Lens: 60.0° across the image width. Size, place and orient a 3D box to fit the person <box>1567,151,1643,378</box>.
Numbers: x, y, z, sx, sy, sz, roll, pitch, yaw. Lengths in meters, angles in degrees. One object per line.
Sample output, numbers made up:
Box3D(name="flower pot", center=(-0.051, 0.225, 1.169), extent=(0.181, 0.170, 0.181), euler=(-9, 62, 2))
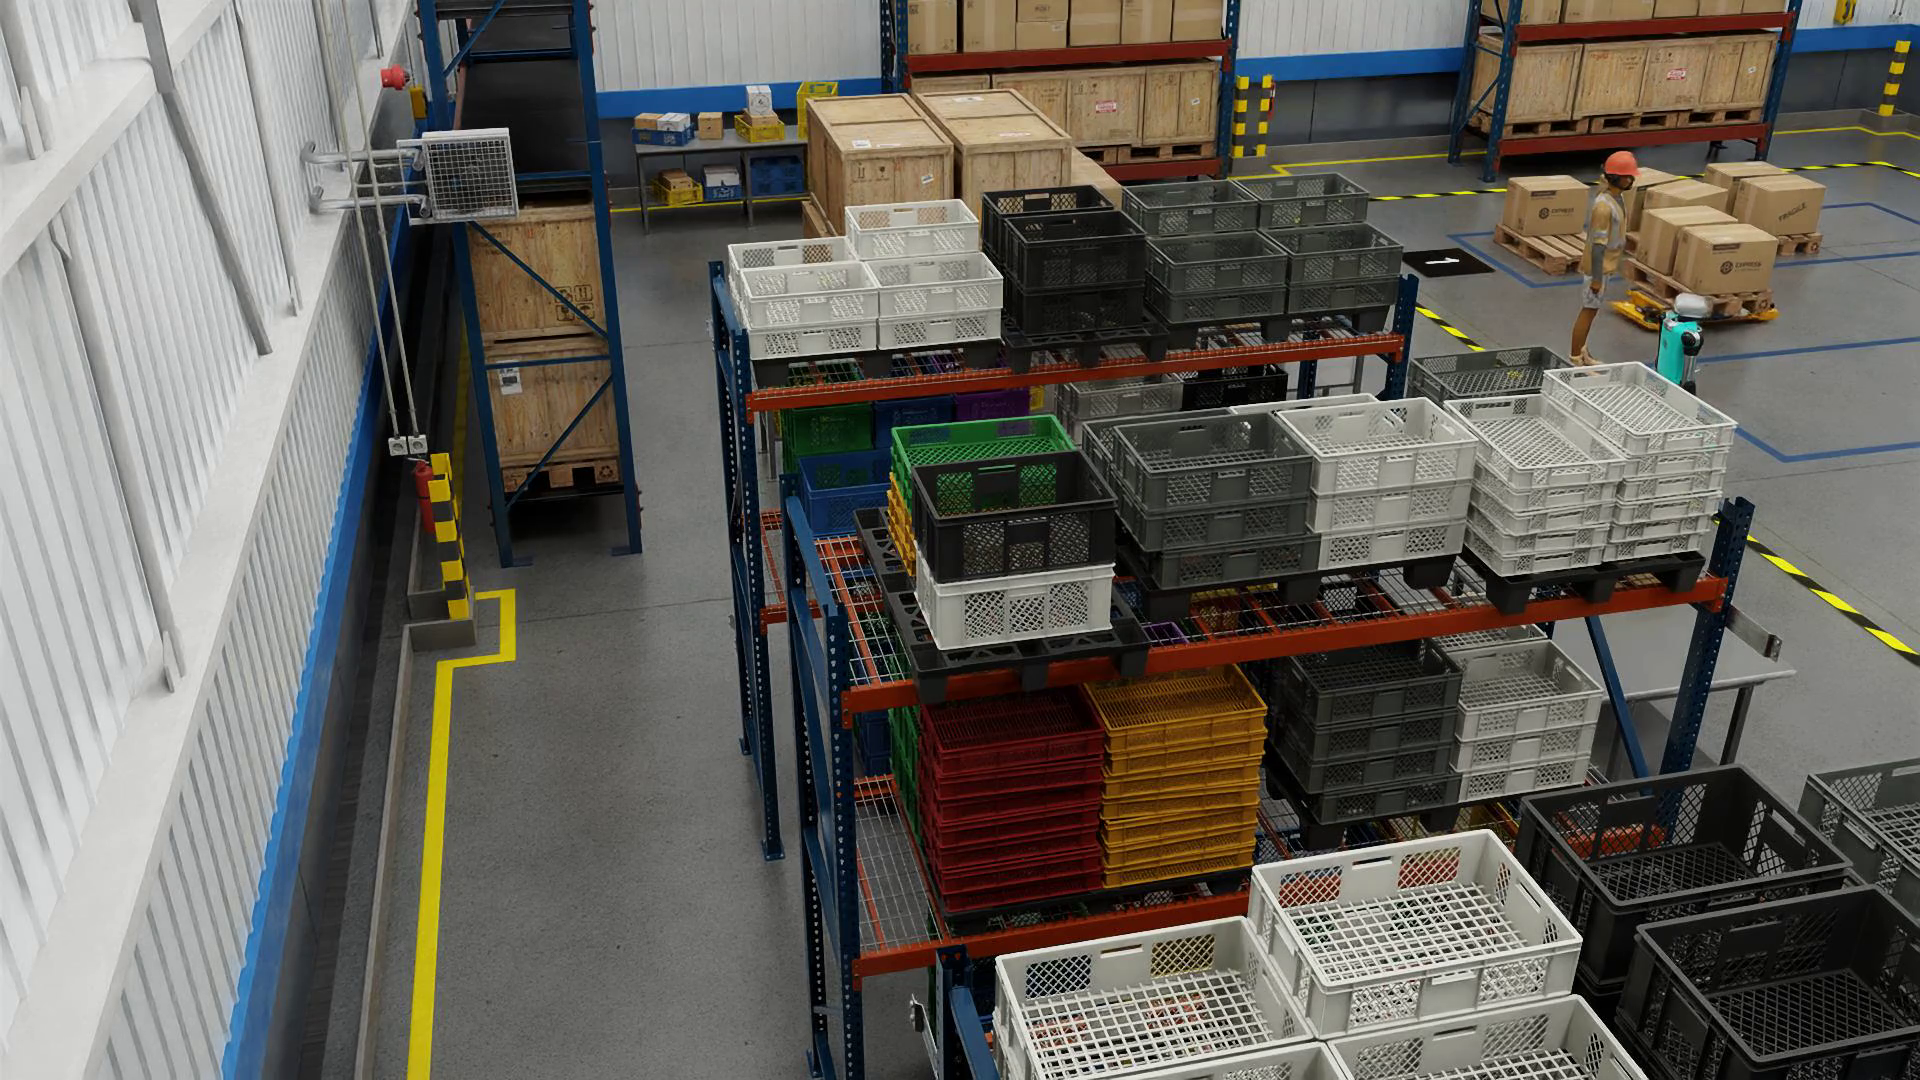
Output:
Box3D(name="person", center=(5.705, -2.432, 14.756), extent=(0.366, 2.048, 0.606), euler=(14, 31, 25))

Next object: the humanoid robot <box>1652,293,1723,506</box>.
Box3D(name="humanoid robot", center=(5.414, -0.994, 12.215), extent=(0.735, 1.676, 0.533), euler=(-1, 28, -2))

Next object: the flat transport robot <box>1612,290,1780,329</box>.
Box3D(name="flat transport robot", center=(7.278, -2.332, 16.440), extent=(1.431, 0.197, 0.652), euler=(-6, 28, -12))

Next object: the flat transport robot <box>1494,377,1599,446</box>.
Box3D(name="flat transport robot", center=(4.780, -1.036, 14.013), extent=(0.659, 0.231, 1.431), euler=(-6, 28, -12))
